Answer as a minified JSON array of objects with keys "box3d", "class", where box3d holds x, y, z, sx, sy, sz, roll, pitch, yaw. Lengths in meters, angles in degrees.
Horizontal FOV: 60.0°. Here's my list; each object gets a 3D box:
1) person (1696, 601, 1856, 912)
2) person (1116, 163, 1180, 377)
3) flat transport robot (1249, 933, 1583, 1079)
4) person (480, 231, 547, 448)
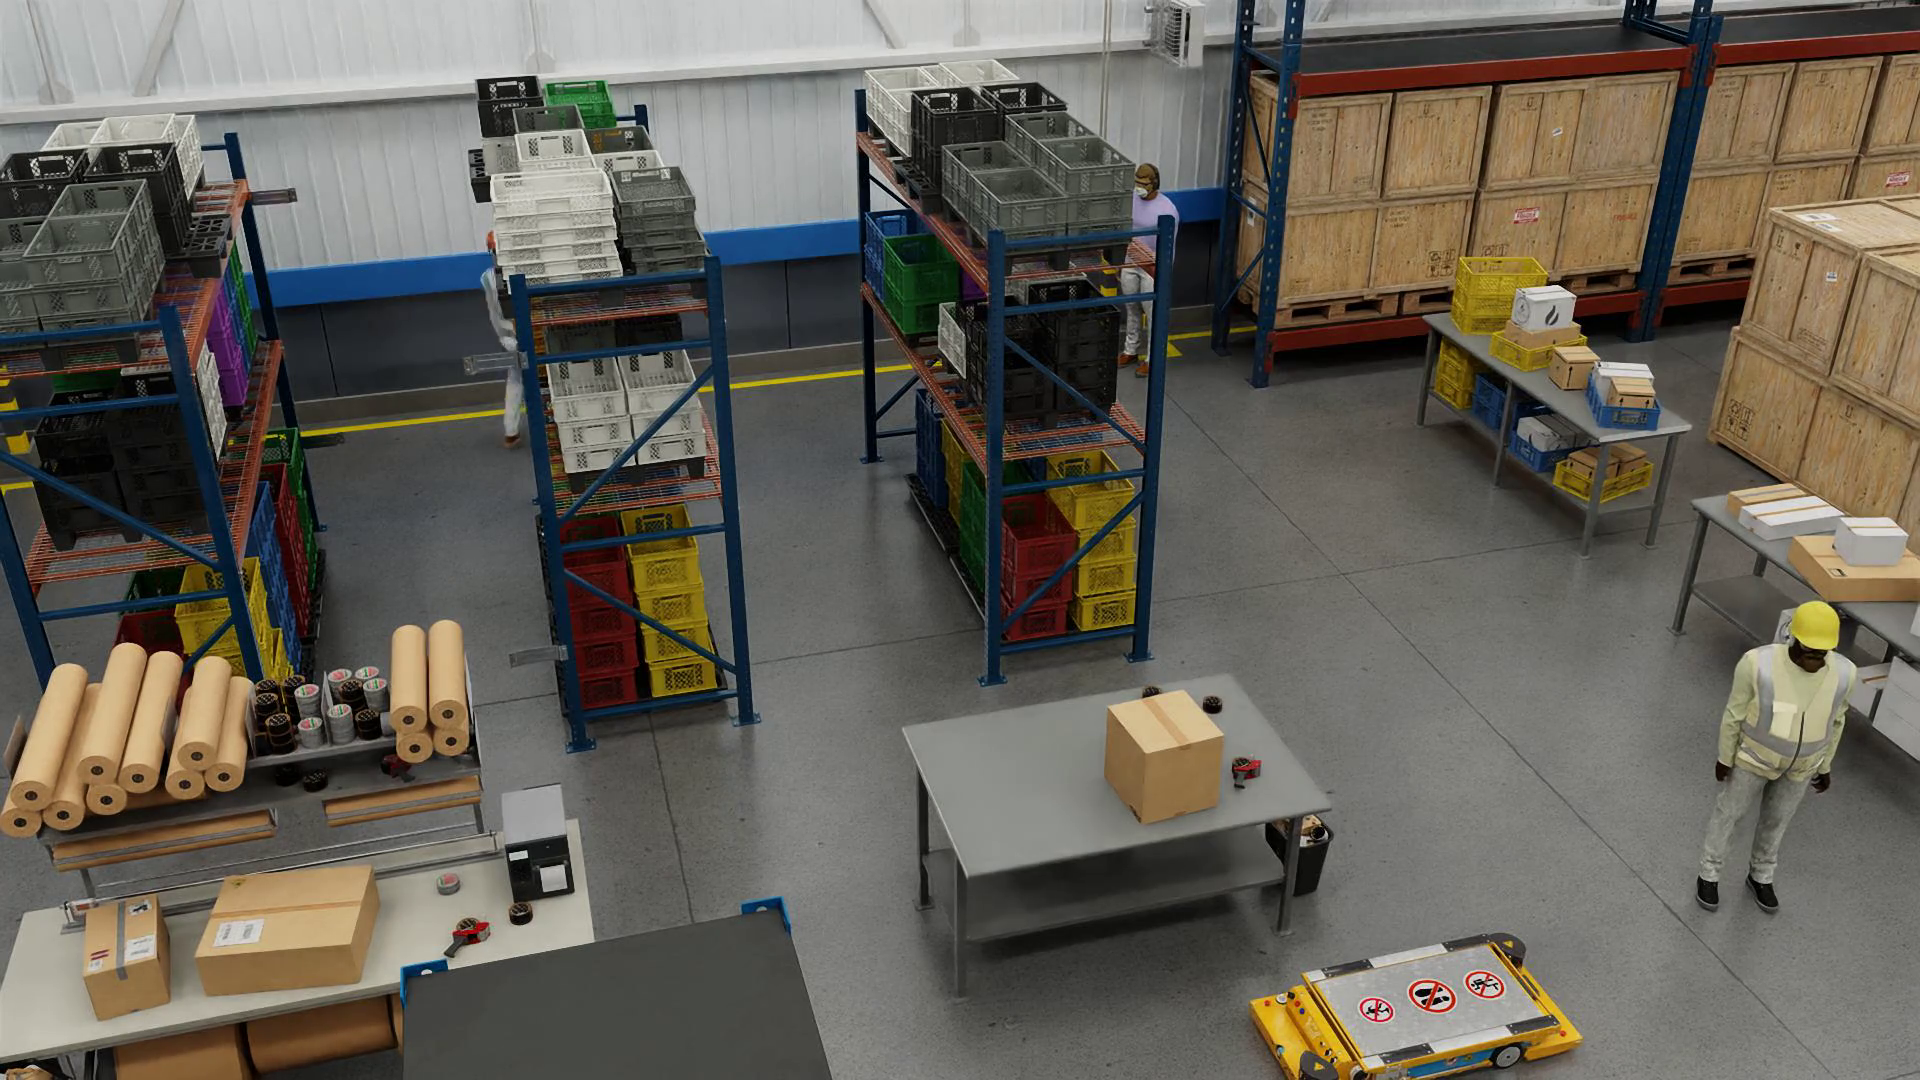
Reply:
[{"box3d":[4.174,1.110,8.503,0.587,1.834,0.403,3,29,5],"class":"person"},{"box3d":[1.644,-2.417,14.823,0.374,1.933,0.625,-24,37,-37],"class":"person"},{"box3d":[2.184,2.282,7.980,1.431,0.197,0.652,-8,30,-14],"class":"flat transport robot"},{"box3d":[-3.535,-1.573,13.377,0.641,1.848,0.403,16,33,26],"class":"person"}]
